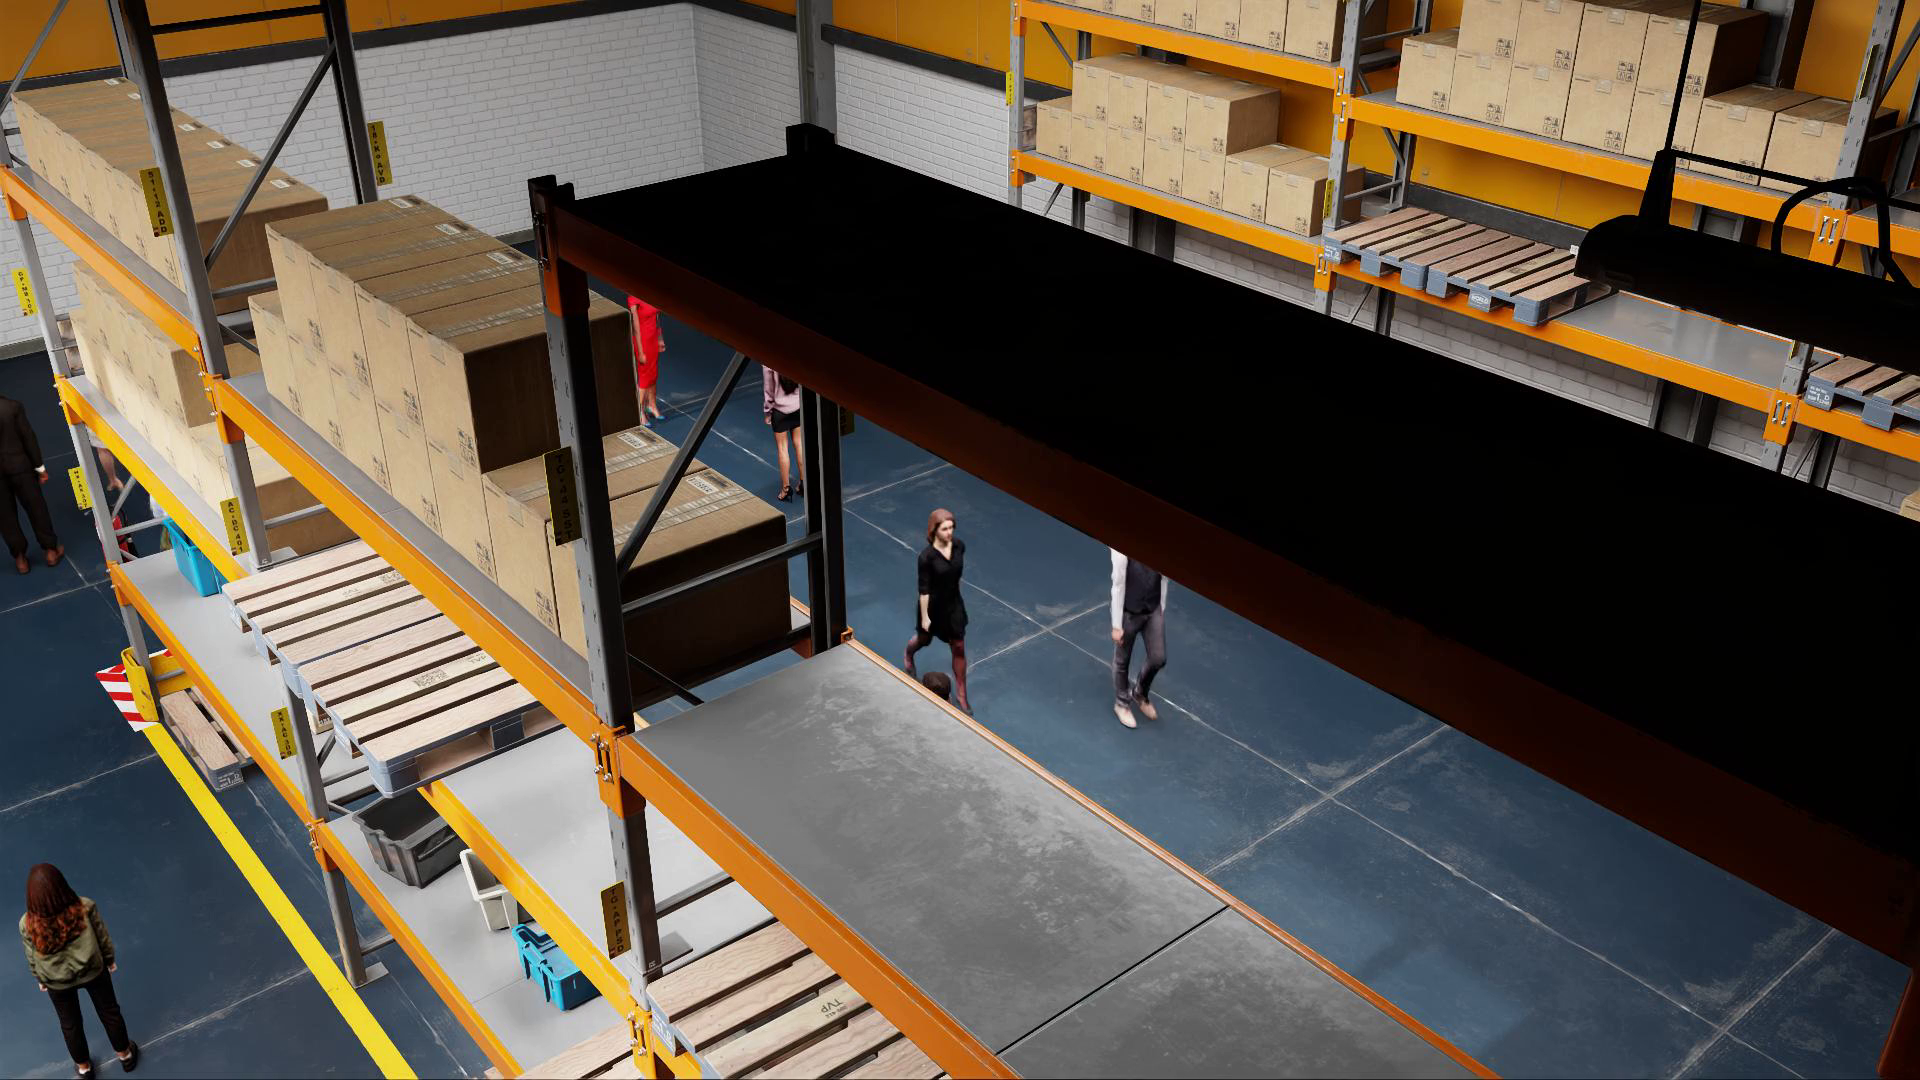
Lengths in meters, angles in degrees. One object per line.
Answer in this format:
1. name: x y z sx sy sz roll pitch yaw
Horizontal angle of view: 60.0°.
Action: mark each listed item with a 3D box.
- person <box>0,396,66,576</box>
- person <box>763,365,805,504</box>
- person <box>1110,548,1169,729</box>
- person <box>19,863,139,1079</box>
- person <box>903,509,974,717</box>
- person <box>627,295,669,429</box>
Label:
1. person: -8.342 -0.620 14.581 0.765 1.904 0.697 -13 31 -22
2. person: -1.634 -1.214 15.766 0.635 1.812 0.538 -19 34 -31
3. person: 1.283 0.491 12.521 0.749 1.927 0.730 -10 30 -17
4. person: -5.005 2.445 9.411 0.610 1.474 0.554 -14 32 -24
5. person: -0.212 0.504 12.770 0.631 1.665 1.071 -19 34 -31
6. person: -3.272 -2.035 17.344 0.671 1.742 0.667 6 29 11
